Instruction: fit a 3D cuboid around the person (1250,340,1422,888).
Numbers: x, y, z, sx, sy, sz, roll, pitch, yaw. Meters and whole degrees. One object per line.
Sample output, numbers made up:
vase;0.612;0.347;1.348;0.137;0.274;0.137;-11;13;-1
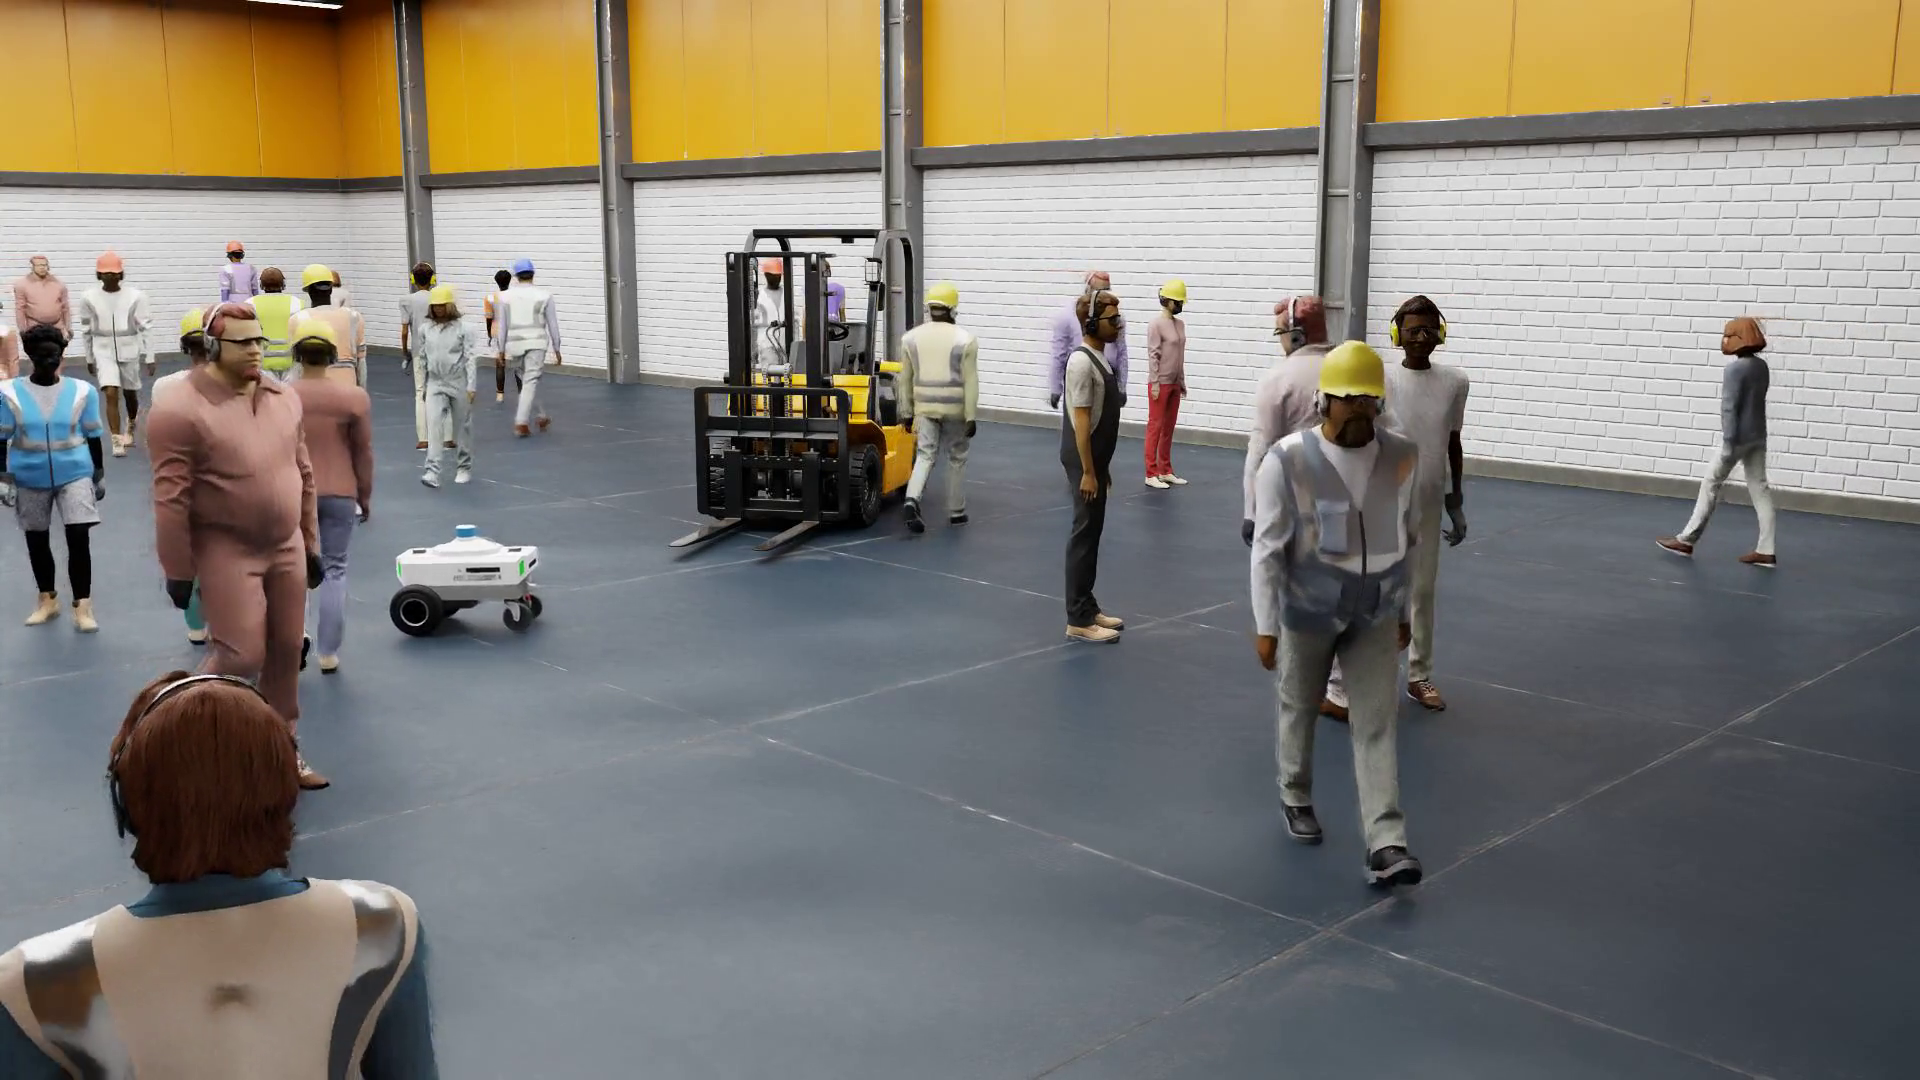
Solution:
person;1.275;0.238;5.540;0.624;1.779;0.929;-1;10;-6

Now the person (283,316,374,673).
person;-3.117;-0.207;8.087;0.540;1.741;0.462;-4;11;-21

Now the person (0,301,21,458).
person;-8.590;-1.350;14.692;0.525;1.611;0.729;-1;10;-3

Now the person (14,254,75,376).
person;-11.956;-2.788;21.756;0.653;1.891;0.411;-10;14;-43

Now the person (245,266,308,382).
person;-6.318;-1.608;15.448;0.629;1.846;0.429;-3;11;-18

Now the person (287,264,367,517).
person;-4.733;-1.098;12.469;0.377;1.918;0.585;10;14;42

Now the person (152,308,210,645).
person;-3.857;-0.317;8.641;0.541;1.762;0.379;-3;11;-15

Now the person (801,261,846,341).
person;-1.643;-2.450;20.042;0.575;1.841;0.375;-5;12;-25

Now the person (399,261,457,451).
person;-5.287;-1.821;16.538;0.519;1.874;0.326;-3;11;-16

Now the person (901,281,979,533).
person;-0.157;-0.942;11.921;0.599;1.810;0.779;4;11;20

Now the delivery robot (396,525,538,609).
delivery robot;-2.671;0.162;9.043;0.707;0.478;0.477;0;11;-2

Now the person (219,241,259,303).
person;-11.240;-3.629;25.924;0.379;2.041;0.616;8;13;37

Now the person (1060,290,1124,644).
person;0.709;-0.387;8.790;0.346;1.846;0.506;2;11;12

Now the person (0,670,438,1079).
person;-0.886;0.962;2.036;0.543;1.614;0.478;-7;13;-35

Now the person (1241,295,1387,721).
person;1.596;-0.149;7.440;0.664;1.865;0.778;-5;12;-27

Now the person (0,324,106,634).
person;-4.921;-0.332;9.005;0.553;1.679;0.557;-6;12;-28

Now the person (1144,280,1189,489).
person;1.771;-1.322;14.126;0.321;1.761;0.522;8;13;36

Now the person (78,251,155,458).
person;-8.273;-1.840;16.354;0.620;1.994;1.041;-5;12;-26

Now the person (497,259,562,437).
person;-4.591;-2.046;17.763;0.647;1.881;0.986;1;10;6

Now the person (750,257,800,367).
person;-2.043;-2.149;18.206;0.564;1.922;0.703;-5;12;-25

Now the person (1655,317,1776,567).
person;5.023;-0.647;10.873;0.531;1.593;0.814;-7;13;-35

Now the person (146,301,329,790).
person;-2.727;0.043;6.329;0.483;1.894;0.648;5;11;25

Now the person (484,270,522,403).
person;-5.780;-2.590;21.216;0.531;1.693;0.320;-3;11;-14

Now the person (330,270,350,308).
person;-9.528;-3.300;25.329;0.499;1.605;0.674;-6;12;-29

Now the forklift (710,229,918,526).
forklift;-1.050;-1.319;12.920;1.214;2.155;2.313;2;11;13

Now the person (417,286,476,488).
person;-4.343;-1.284;14.050;0.511;1.694;0.877;0;10;-1

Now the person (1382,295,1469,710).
person;2.021;-0.158;7.472;0.527;1.871;0.322;0;10;-2

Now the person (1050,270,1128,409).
person;1.045;-1.283;13.640;0.651;1.861;0.920;-4;11;-22
